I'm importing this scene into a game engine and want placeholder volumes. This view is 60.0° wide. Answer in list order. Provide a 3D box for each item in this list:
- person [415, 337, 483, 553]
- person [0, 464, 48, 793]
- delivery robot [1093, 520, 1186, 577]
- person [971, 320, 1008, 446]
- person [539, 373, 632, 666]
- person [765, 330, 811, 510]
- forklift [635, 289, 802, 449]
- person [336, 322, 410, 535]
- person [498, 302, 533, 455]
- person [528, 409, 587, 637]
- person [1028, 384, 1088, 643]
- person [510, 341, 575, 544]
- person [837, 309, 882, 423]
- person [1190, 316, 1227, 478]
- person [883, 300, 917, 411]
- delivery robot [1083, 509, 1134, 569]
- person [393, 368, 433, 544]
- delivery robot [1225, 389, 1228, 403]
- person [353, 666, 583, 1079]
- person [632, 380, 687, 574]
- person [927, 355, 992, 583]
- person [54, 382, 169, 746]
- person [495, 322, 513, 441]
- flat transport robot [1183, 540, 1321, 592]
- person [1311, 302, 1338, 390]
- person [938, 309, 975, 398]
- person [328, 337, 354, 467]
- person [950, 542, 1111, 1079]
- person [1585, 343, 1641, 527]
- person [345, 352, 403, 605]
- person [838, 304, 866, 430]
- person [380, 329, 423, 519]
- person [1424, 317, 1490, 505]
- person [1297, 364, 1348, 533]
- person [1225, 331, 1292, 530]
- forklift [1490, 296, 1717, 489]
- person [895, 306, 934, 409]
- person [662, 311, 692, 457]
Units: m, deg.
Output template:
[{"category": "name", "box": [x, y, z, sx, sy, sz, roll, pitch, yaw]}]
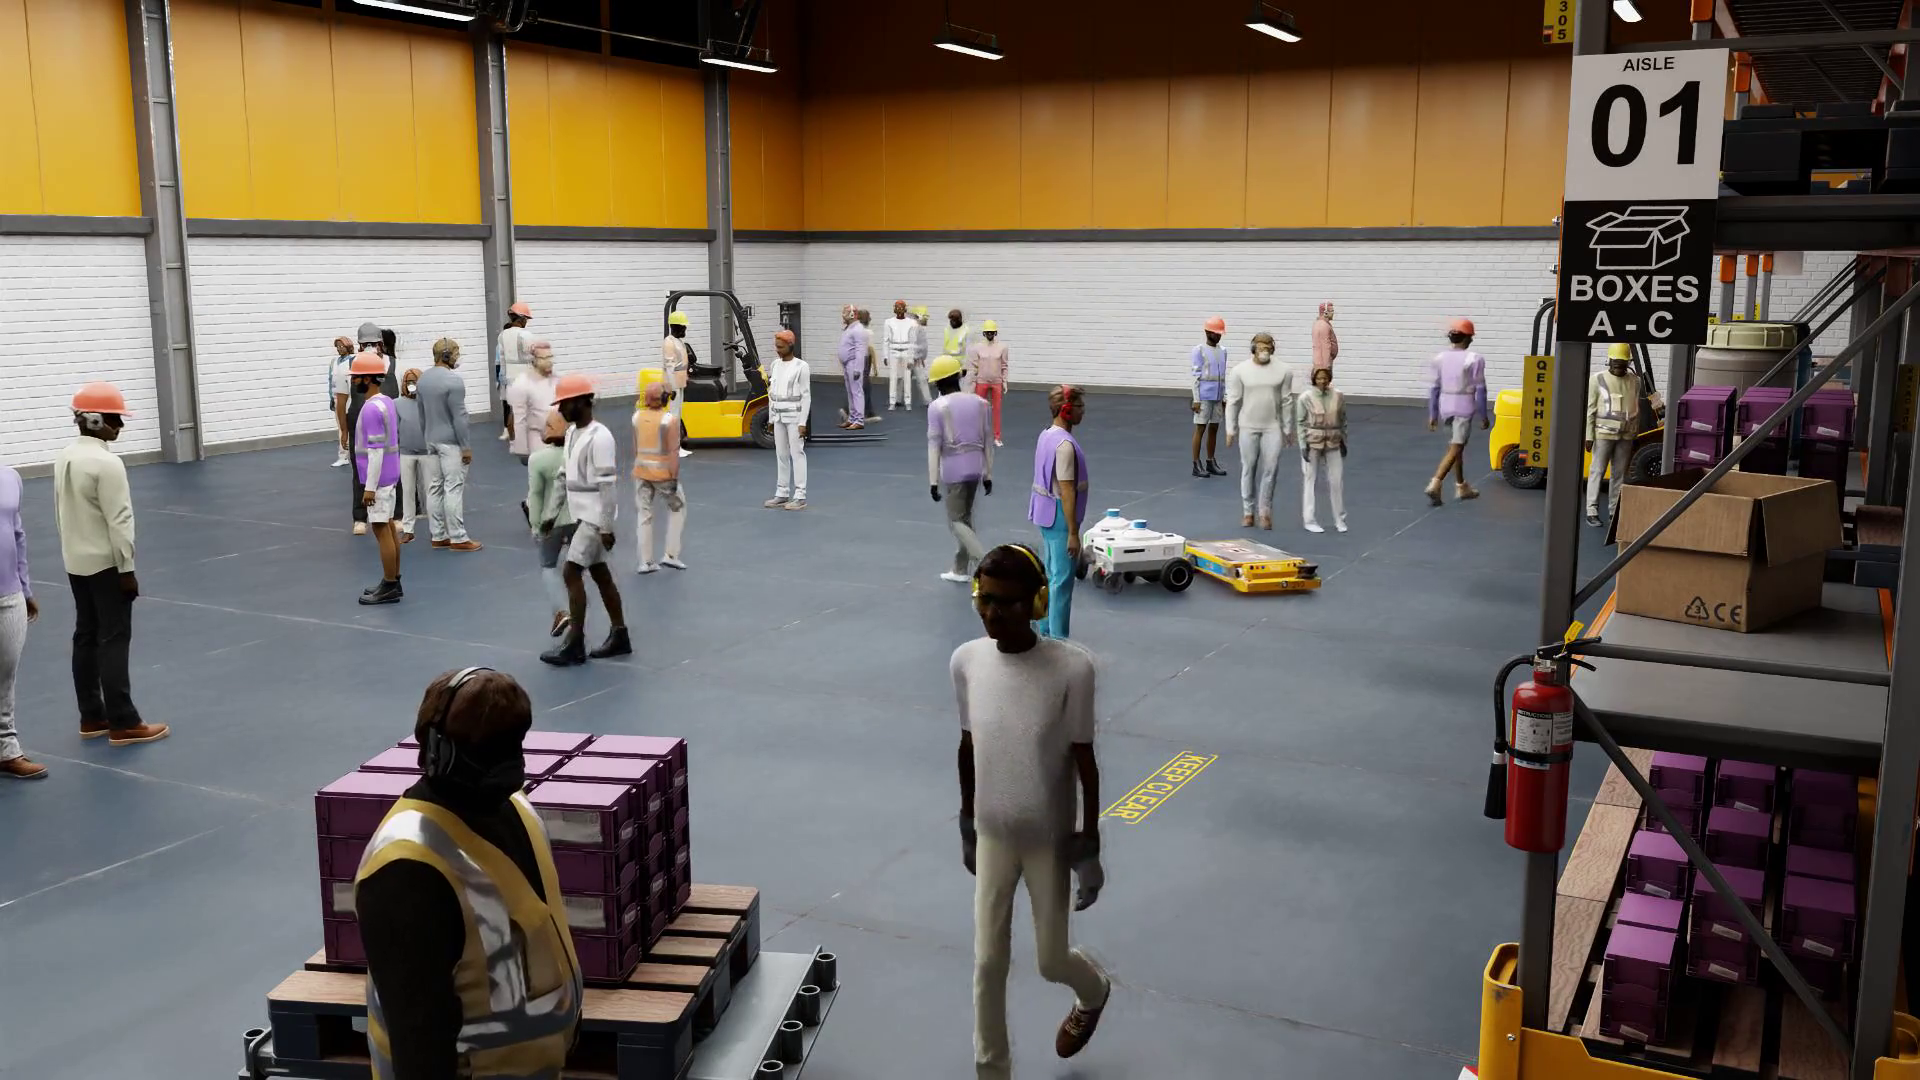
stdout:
[{"category": "person", "box": [-4.612, -0.848, 14.952, 0.627, 1.935, 0.371, 8, 13, 38]}, {"category": "person", "box": [-4.884, 0.299, 8.296, 0.354, 1.937, 0.635, 3, 10, 14]}, {"category": "delivery robot", "box": [1.432, 0.082, 13.279, 0.707, 0.478, 0.477, -3, 10, -18]}, {"category": "person", "box": [0.413, -2.174, 23.113, 0.525, 1.769, 0.313, -1, 10, -5]}, {"category": "person", "box": [-2.539, -0.136, 10.921, 0.800, 1.896, 0.552, -6, 11, -29]}, {"category": "person", "box": [-1.812, -1.261, 17.477, 0.574, 1.886, 0.352, 9, 13, 41]}, {"category": "forklift", "box": [-3.358, -2.392, 23.136, 2.313, 2.155, 1.214, -1, 10, -5]}, {"category": "person", "box": [-5.586, -1.069, 15.917, 0.689, 2.000, 0.537, -4, 11, -21]}, {"category": "person", "box": [-5.830, -2.133, 22.104, 0.605, 2.034, 0.389, 6, 12, 31]}, {"category": "person", "box": [-2.733, -0.097, 11.523, 0.500, 1.623, 0.380, -5, 11, -28]}, {"category": "person", "box": [0.649, -0.087, 10.791, 0.390, 1.849, 0.565, -2, 10, -11]}, {"category": "person", "box": [-3.900, -0.917, 15.509, 0.715, 1.883, 0.659, 7, 12, 33]}, {"category": "person", "box": [-1.588, -2.721, 26.144, 0.858, 1.815, 0.511, -8, 13, -38]}, {"category": "person", "box": [3.020, -1.721, 20.007, 0.543, 1.934, 0.362, -7, 12, -37]}, {"category": "person", "box": [-1.016, -3.142, 28.375, 0.584, 1.882, 0.349, -1, 10, -3]}, {"category": "delivery robot", "box": [1.272, -0.015, 13.844, 0.477, 0.478, 0.707, 3, 10, 19]}, {"category": "person", "box": [-5.020, -0.777, 15.407, 0.497, 1.633, 0.285, -1, 10, -7]}, {"category": "delivery robot", "box": [4.248, -2.443, 27.899, 0.477, 0.478, 0.707, -4, 11, -20]}, {"category": "person", "box": [-1.016, 1.169, 3.551, 0.430, 1.841, 0.624, 1, 10, 3]}, {"category": "person", "box": [-2.536, -0.524, 13.984, 0.533, 1.624, 0.466, 5, 11, 26]}, {"category": "person", "box": [0.044, -0.532, 13.278, 0.638, 1.883, 0.760, -7, 12, -37]}, {"category": "person", "box": [-4.695, 0.130, 9.134, 0.612, 1.987, 0.400, 7, 12, 35]}, {"category": "person", "box": [-6.407, -2.263, 23.825, 0.535, 1.699, 0.318, 1, 10, 8]}, {"category": "flat transport robot", "box": [2.343, 0.191, 13.741, 0.652, 0.197, 1.431, -3, 10, -17]}, {"category": "person", "box": [5.793, -2.814, 26.414, 0.409, 1.909, 0.642, 0, 10, -2]}, {"category": "person", "box": [-0.101, -2.769, 26.491, 0.637, 1.784, 0.979, 7, 12, 36]}, {"category": "person", "box": [-7.691, -1.729, 20.895, 0.514, 1.642, 0.310, 3, 10, 16]}, {"category": "person", "box": [0.247, 0.891, 5.157, 0.530, 1.841, 0.715, 5, 11, 25]}, {"category": "person", "box": [6.431, -1.039, 16.359, 0.603, 1.826, 0.404, -2, 10, -12]}, {"category": "person", "box": [-4.491, -0.474, 12.771, 0.359, 1.938, 0.547, -2, 10, -9]}, {"category": "person", "box": [-1.659, -2.633, 25.358, 0.400, 1.910, 0.643, -3, 10, -18]}, {"category": "person", "box": [-5.672, -1.161, 16.761, 0.481, 1.928, 0.637, -3, 10, -16]}, {"category": "person", "box": [5.308, -1.385, 17.860, 1.009, 2.013, 0.604, -7, 12, -36]}, {"category": "person", "box": [3.494, -0.885, 16.038, 0.522, 1.630, 0.363, -1, 10, -7]}, {"category": "person", "box": [2.920, -1.064, 16.213, 0.667, 1.919, 0.533, 0, 10, 1]}, {"category": "forklift", "box": [7.296, -1.677, 18.993, 2.313, 2.155, 1.214, 5, 11, 27]}, {"category": "person", "box": [-0.784, -3.119, 28.564, 0.874, 1.787, 0.600, 0, 10, -1]}, {"category": "person", "box": [-3.730, -2.058, 21.972, 0.388, 1.926, 0.590, 1, 10, 4]}]
